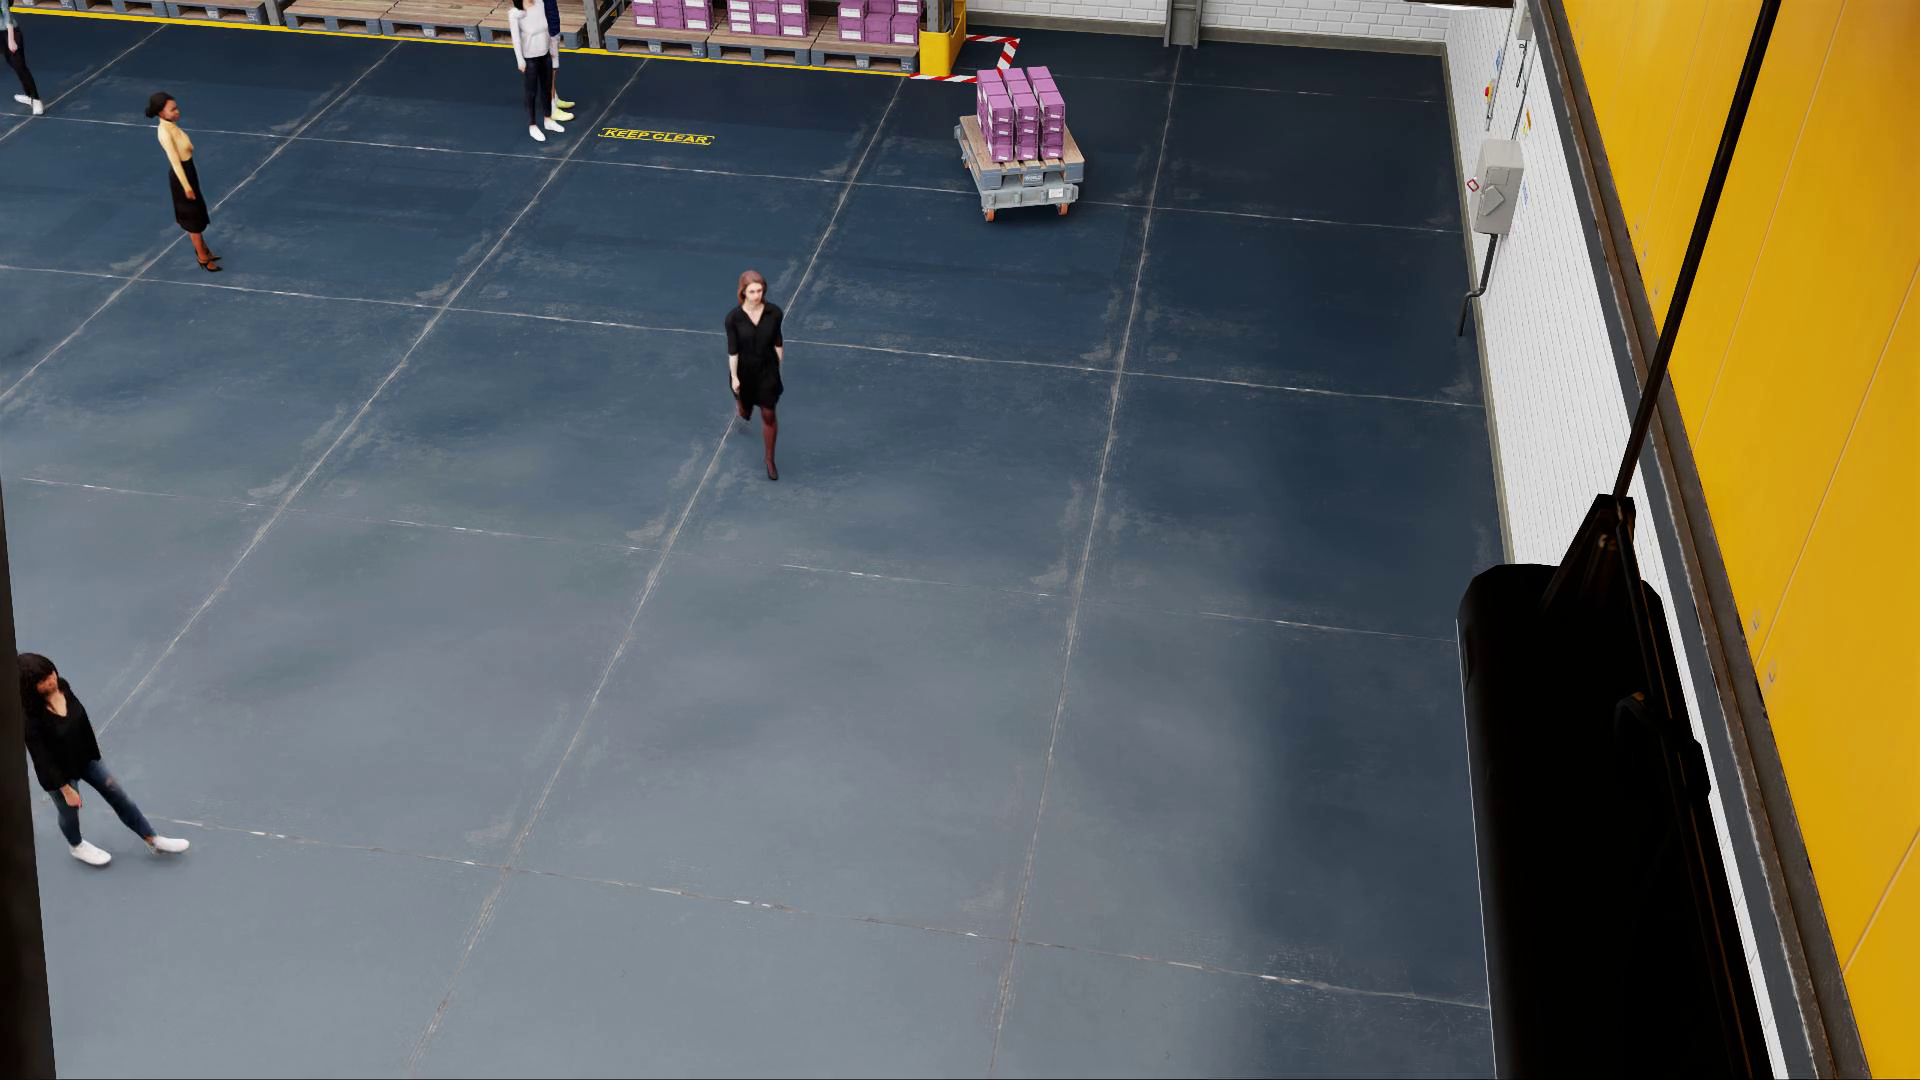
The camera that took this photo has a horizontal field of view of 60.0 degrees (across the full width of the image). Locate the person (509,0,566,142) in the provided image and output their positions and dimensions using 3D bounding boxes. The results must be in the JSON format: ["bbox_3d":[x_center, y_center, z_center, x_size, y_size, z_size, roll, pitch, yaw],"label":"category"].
[{"bbox_3d":[-4.351,-4.958,17.006,0.679,1.700,0.694,23,44,26],"label":"person"}]

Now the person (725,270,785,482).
[{"bbox_3d":[-1.546,-1.277,12.411,0.983,1.683,0.913,-11,40,-14],"label":"person"}]

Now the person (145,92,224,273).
[{"bbox_3d":[-6.911,-3.189,14.828,0.681,1.654,0.660,-11,40,-14],"label":"person"}]

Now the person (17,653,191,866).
[{"bbox_3d":[-5.052,1.241,9.311,0.935,1.617,0.614,8,39,10],"label":"person"}]

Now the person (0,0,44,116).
[{"bbox_3d":[-10.004,-5.309,17.433,0.648,1.717,0.887,28,46,30],"label":"person"}]

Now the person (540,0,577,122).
[{"bbox_3d":[-4.320,-5.316,17.349,0.661,1.831,0.698,-5,39,-6],"label":"person"}]
